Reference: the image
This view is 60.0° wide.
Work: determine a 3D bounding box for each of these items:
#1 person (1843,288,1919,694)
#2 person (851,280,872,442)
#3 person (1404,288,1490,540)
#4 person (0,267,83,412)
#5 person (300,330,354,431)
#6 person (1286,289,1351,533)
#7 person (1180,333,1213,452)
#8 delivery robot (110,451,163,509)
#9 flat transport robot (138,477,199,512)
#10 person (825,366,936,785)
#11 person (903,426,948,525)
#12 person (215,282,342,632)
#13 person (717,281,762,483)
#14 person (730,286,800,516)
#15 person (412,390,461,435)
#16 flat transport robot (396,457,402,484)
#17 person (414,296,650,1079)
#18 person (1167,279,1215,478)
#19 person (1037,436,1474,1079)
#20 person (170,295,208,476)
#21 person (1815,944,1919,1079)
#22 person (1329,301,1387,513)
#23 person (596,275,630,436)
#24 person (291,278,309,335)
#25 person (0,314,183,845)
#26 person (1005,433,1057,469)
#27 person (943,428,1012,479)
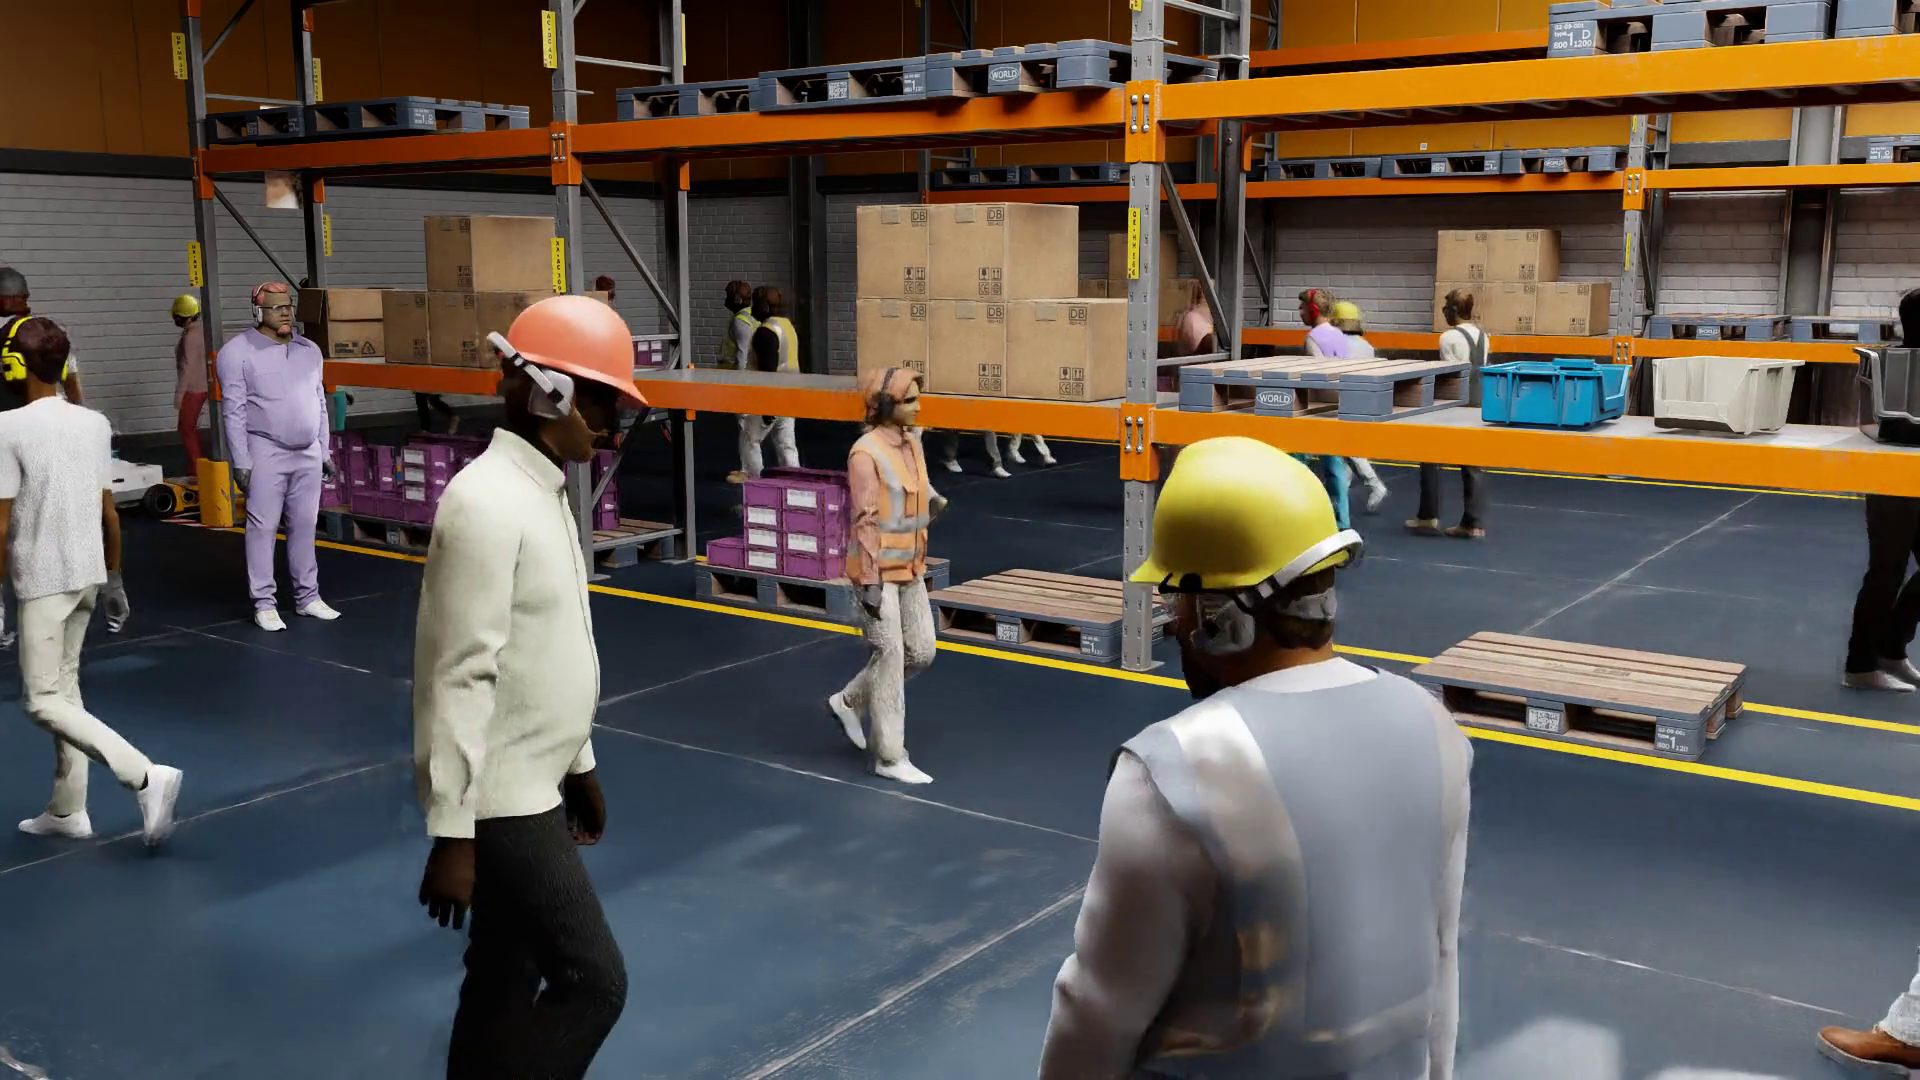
[{"bbox_3d":[4.414,-0.211,7.704,0.511,1.901,0.596,7,12,37],"label":"person"},{"bbox_3d":[-0.873,-1.961,18.157,0.647,1.901,0.925,-9,13,-43],"label":"person"},{"bbox_3d":[3.597,-0.925,12.195,0.524,1.816,0.710,-5,11,-29],"label":"person"},{"bbox_3d":[-5.994,-0.771,10.632,0.685,2.000,1.021,-2,10,-11],"label":"person"},{"bbox_3d":[-5.537,-1.300,14.602,0.326,1.767,0.533,5,11,25],"label":"person"},{"bbox_3d":[2.608,-0.913,12.140,0.596,1.815,0.649,6,11,31],"label":"person"},{"bbox_3d":[1.540,-0.488,10.305,0.897,1.582,0.514,4,10,22],"label":"person"},{"bbox_3d":[-6.538,-0.447,12.839,0.477,0.478,0.707,4,11,25],"label":"delivery robot"},{"bbox_3d":[-6.076,-0.425,13.833,0.652,0.197,1.431,9,13,44],"label":"flat transport robot"},{"bbox_3d":[-0.318,0.136,6.476,0.458,1.629,0.525,4,11,25],"label":"person"},{"bbox_3d":[-0.348,-1.012,12.245,0.555,1.982,0.614,5,11,28],"label":"person"},{"bbox_3d":[-3.737,-0.463,9.197,0.408,1.909,0.642,6,11,31],"label":"person"},{"bbox_3d":[-2.000,-1.442,15.216,0.430,1.845,0.621,0,10,1],"label":"person"},{"bbox_3d":[-1.575,-1.092,13.185,0.681,1.819,0.664,2,10,12],"label":"person"},{"bbox_3d":[-5.755,-1.859,18.183,0.543,1.682,0.496,4,10,24],"label":"person"},{"bbox_3d":[-5.118,-0.605,14.900,0.652,0.197,1.431,8,12,38],"label":"flat transport robot"},{"bbox_3d":[-0.860,0.505,3.295,0.522,1.948,0.695,-1,10,-5],"label":"person"},{"bbox_3d":[1.957,-1.112,13.140,0.711,1.876,0.676,2,10,13],"label":"person"},{"bbox_3d":[0.425,0.776,2.130,0.599,1.803,0.546,-7,12,-37],"label":"person"},{"bbox_3d":[-6.891,-1.318,14.861,0.390,1.719,0.605,-3,10,-16],"label":"person"},{"bbox_3d":[2.609,0.437,3.857,0.906,1.905,0.639,7,12,35],"label":"person"},{"bbox_3d":[3.210,-1.077,13.462,0.499,1.704,0.852,-5,11,-27],"label":"person"},{"bbox_3d":[-4.152,-2.086,18.993,0.721,1.858,0.600,-5,11,-26],"label":"person"},{"bbox_3d":[-6.355,-1.639,16.338,0.314,1.861,0.504,6,11,34],"label":"person"},{"bbox_3d":[-3.009,0.170,5.646,0.722,1.841,0.528,2,10,14],"label":"person"},{"bbox_3d":[0.705,-1.618,16.389,0.530,1.804,0.989,-5,11,-29],"label":"person"},{"bbox_3d":[0.113,-1.531,15.675,0.600,1.877,0.998,-6,11,-33],"label":"person"}]
